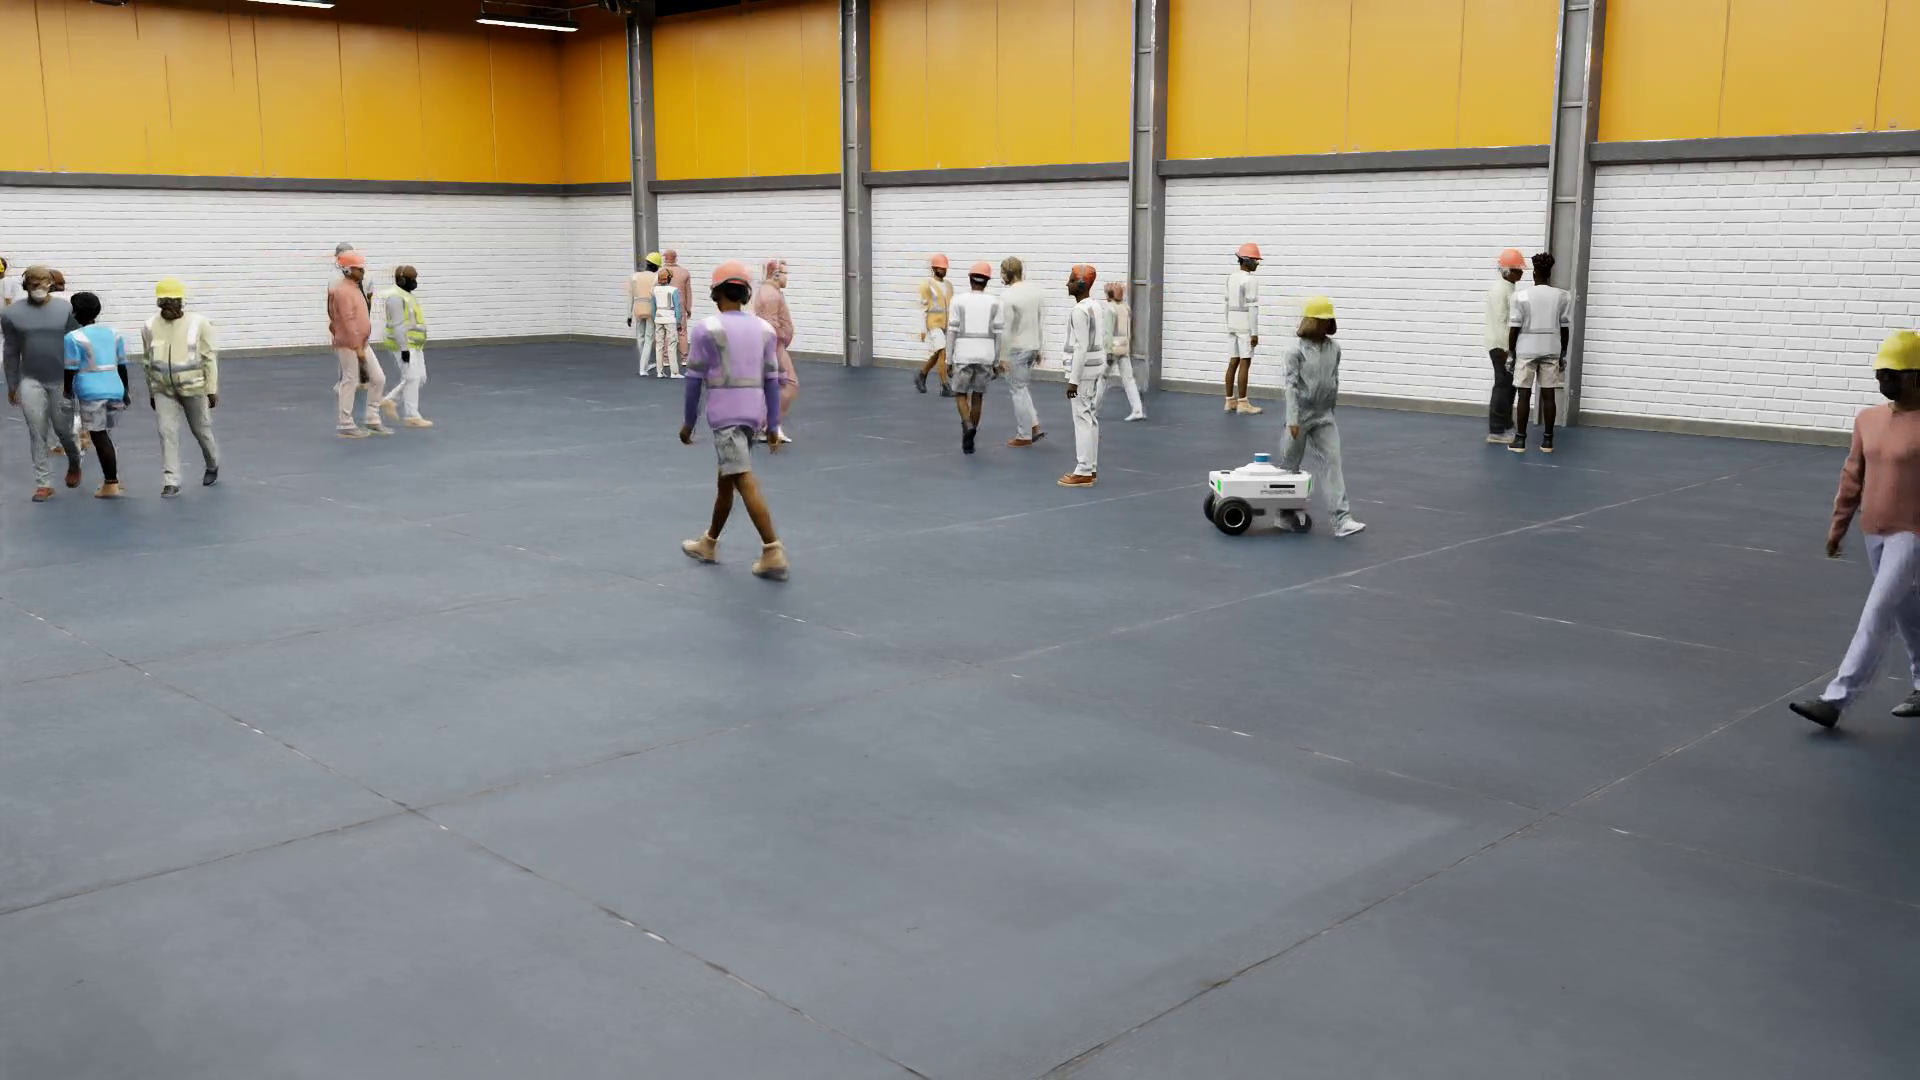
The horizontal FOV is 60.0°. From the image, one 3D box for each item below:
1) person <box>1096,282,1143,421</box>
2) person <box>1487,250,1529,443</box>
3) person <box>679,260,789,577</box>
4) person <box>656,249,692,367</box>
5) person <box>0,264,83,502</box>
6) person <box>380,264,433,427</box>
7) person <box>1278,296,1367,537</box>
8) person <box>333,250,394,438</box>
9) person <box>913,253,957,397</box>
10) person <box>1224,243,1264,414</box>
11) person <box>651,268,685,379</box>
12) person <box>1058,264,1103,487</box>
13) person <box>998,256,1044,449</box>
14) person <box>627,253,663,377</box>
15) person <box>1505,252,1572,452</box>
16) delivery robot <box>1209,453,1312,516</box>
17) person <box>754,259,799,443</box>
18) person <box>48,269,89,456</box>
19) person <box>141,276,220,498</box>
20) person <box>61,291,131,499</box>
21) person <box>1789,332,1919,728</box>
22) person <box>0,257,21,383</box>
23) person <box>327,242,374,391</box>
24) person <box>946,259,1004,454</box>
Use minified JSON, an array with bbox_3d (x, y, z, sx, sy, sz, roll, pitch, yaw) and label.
[{"bbox_3d":[1.766,-2.165,19.170,0.878,1.589,0.542,7,13,35],"label":"person"},{"bbox_3d":[5.660,-1.985,17.208,0.405,1.973,0.671,7,12,32],"label":"person"},{"bbox_3d":[-1.420,-0.766,10.516,1.042,1.987,0.594,9,14,41],"label":"person"},{"bbox_3d":[-4.689,-3.772,27.078,0.652,1.906,0.403,-4,11,-22],"label":"person"},{"bbox_3d":[-7.403,-1.288,13.532,0.651,1.912,0.632,-2,11,-13],"label":"person"},{"bbox_3d":[-6.210,-2.155,18.535,0.539,1.815,0.630,0,10,-1],"label":"person"},{"bbox_3d":[2.529,-0.860,11.753,0.501,1.691,0.893,-5,11,-24],"label":"person"},{"bbox_3d":[-6.269,-2.038,17.434,0.668,1.970,0.625,0,10,2],"label":"person"},{"bbox_3d":[-0.332,-2.867,22.156,0.899,1.911,0.551,10,14,44],"label":"person"},{"bbox_3d":[3.405,-2.524,19.911,0.394,2.040,0.610,-4,11,-21],"label":"person"},{"bbox_3d":[-4.366,-3.214,24.762,0.514,1.642,0.310,5,12,26],"label":"person"},{"bbox_3d":[1.036,-1.395,14.177,0.354,1.884,0.576,3,11,16],"label":"person"},{"bbox_3d":[0.585,-1.866,16.640,0.434,1.920,0.663,7,12,33],"label":"person"},{"bbox_3d":[-4.723,-3.435,25.365,0.614,1.863,0.857,3,11,15],"label":"person"},{"bbox_3d":[5.681,-1.838,16.369,0.607,1.965,0.366,1,10,3],"label":"person"},{"bbox_3d":[2.175,-0.383,12.032,0.707,0.478,0.477,0,10,-1],"label":"delivery robot"},{"bbox_3d":[-1.889,-1.926,17.068,0.484,1.883,0.662,-2,11,-13],"label":"person"},{"bbox_3d":[-8.600,-1.688,15.985,0.699,1.814,0.674,6,12,29],"label":"person"},{"bbox_3d":[-6.452,-1.284,13.812,0.600,1.807,0.846,-2,10,-8],"label":"person"},{"bbox_3d":[-7.016,-1.169,13.471,0.473,1.675,0.554,3,11,18],"label":"person"},{"bbox_3d":[4.015,-0.037,7.204,0.926,1.714,0.545,-3,11,-15],"label":"person"},{"bbox_3d":[-13.732,-3.180,24.060,0.535,1.833,0.927,9,14,41],"label":"person"},{"bbox_3d":[-8.425,-3.065,22.858,0.538,2.000,0.686,6,12,29],"label":"person"},{"bbox_3d":[0.151,-1.763,16.138,0.562,1.903,0.616,-1,10,-3],"label":"person"}]
